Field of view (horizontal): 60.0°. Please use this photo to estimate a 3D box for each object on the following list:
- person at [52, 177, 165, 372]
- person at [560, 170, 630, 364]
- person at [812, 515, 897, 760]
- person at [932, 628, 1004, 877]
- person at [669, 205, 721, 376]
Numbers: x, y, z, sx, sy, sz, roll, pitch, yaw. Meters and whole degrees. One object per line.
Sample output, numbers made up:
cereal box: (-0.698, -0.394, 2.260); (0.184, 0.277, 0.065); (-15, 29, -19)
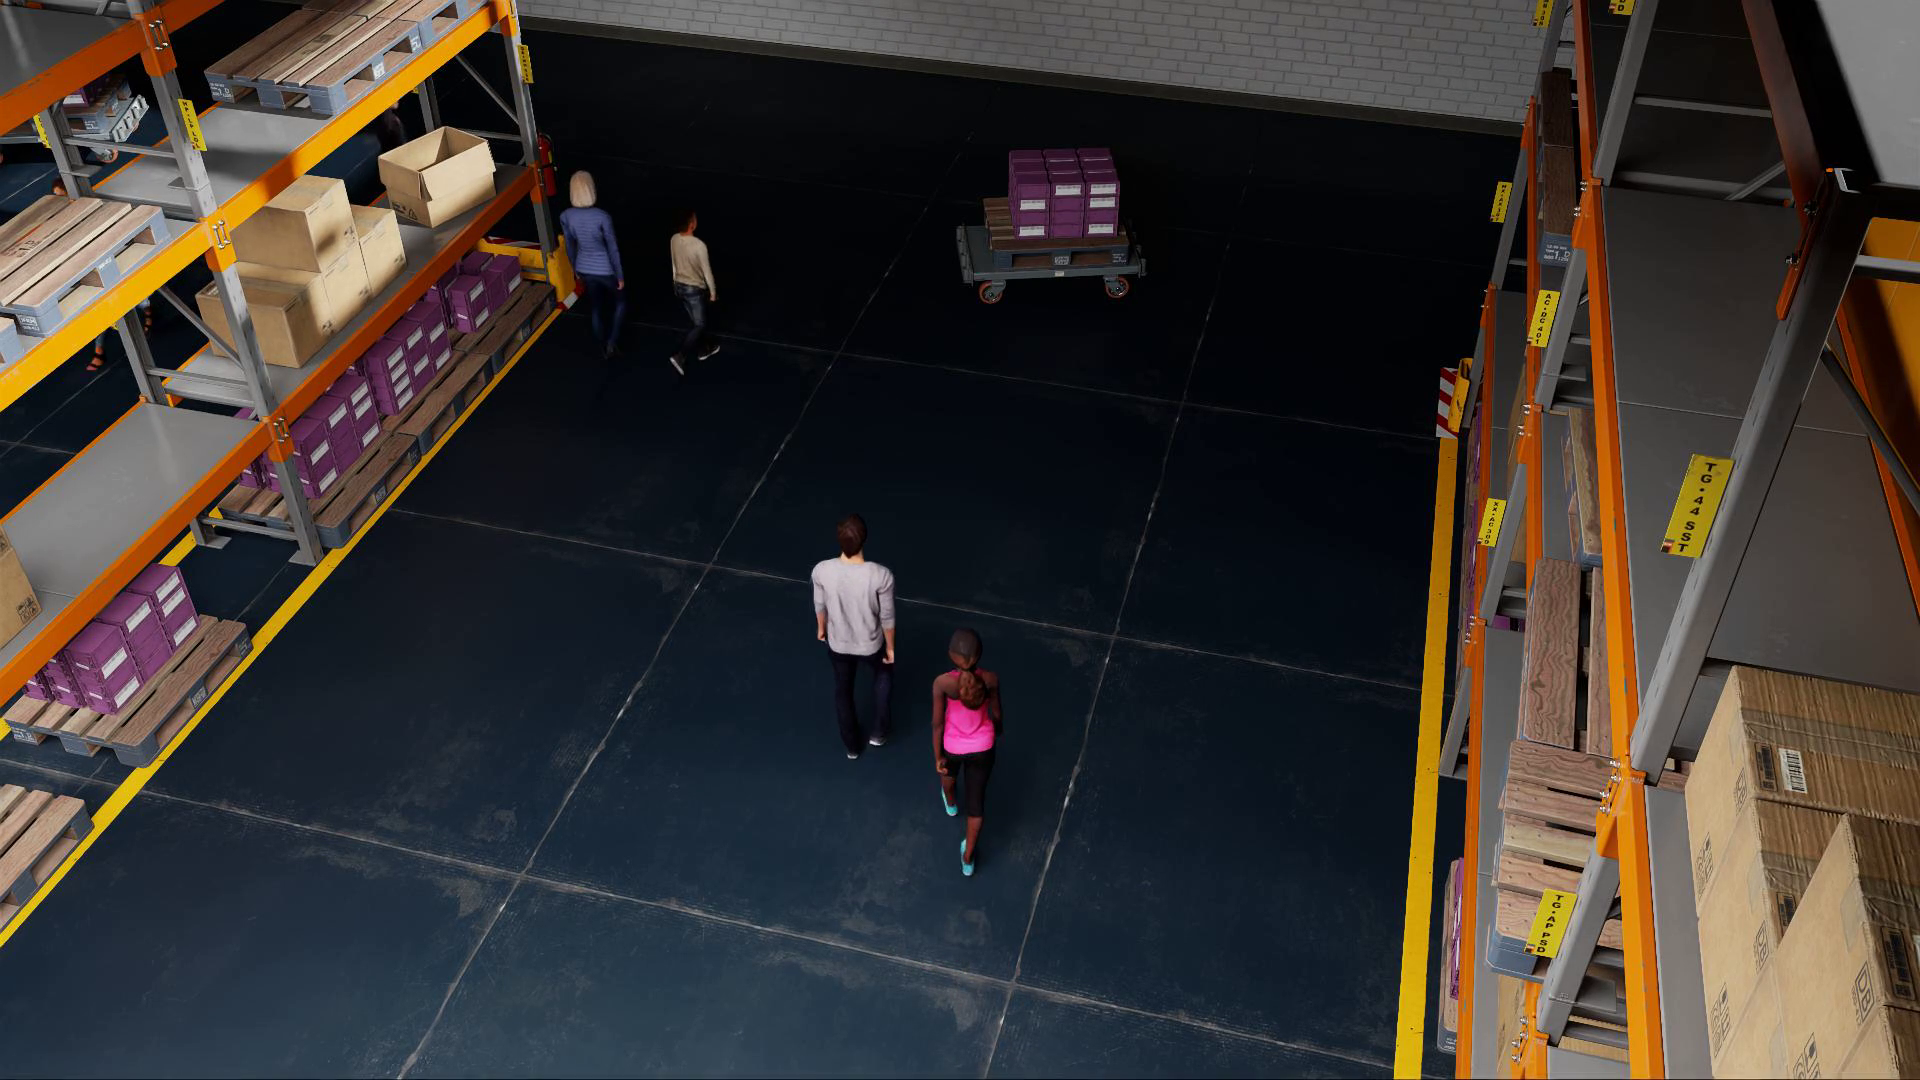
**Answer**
person: (-7.181, -2.322, 13.976); (0.751, 1.629, 1.149); (17, 42, 20)
person: (-3.014, -2.196, 13.736); (0.659, 1.731, 0.612); (9, 39, 11)
person: (-0.644, 0.656, 10.084); (0.719, 1.832, 0.688); (2, 39, 3)
person: (0.046, 1.245, 9.454); (0.714, 1.697, 0.987); (1, 39, 1)
person: (-2.266, -2.038, 13.768); (0.735, 1.445, 0.959); (24, 44, 27)
